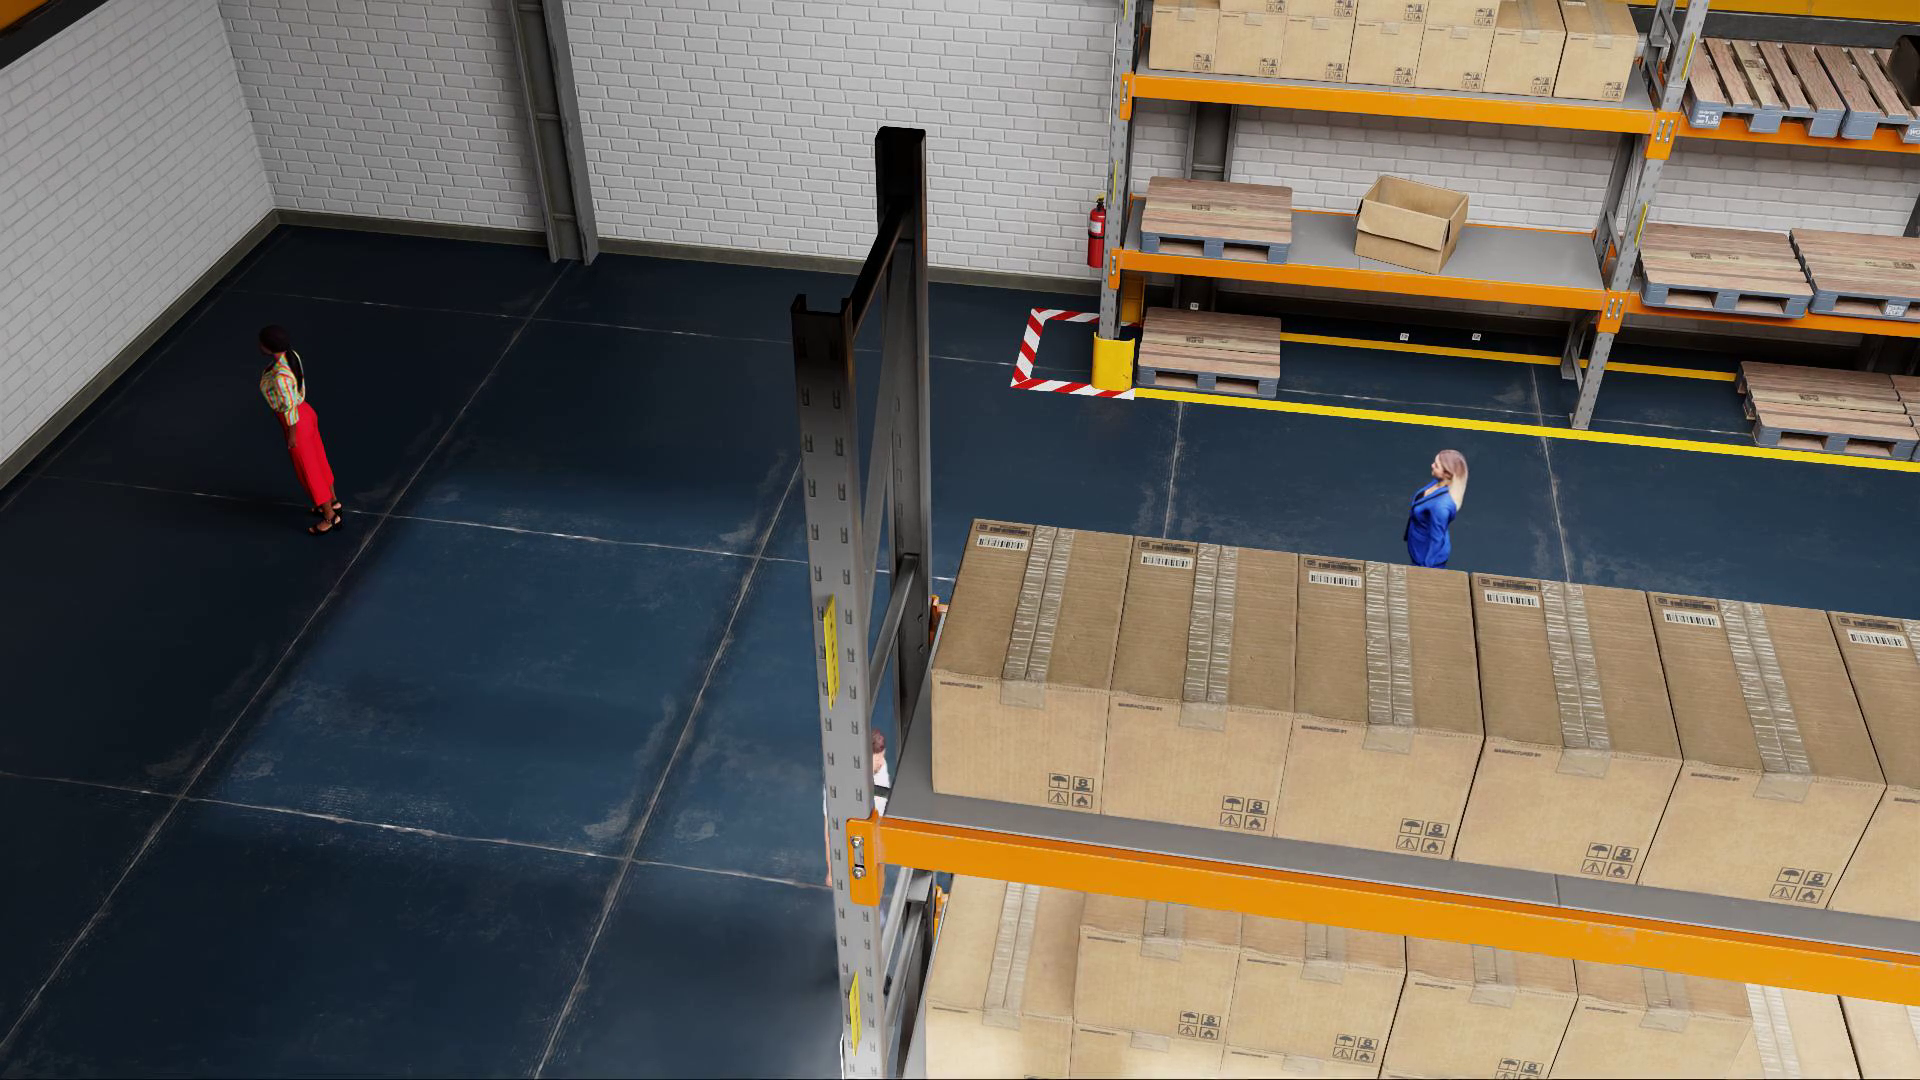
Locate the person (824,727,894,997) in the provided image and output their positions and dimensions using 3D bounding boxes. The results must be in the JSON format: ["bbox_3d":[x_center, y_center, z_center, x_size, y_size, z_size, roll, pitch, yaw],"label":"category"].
[{"bbox_3d":[-0.623,1.673,9.152,0.847,1.847,0.748,17,42,20],"label":"person"}]

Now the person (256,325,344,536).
[{"bbox_3d":[-4.888,-0.821,12.321,0.644,1.790,0.661,-7,39,-8],"label":"person"}]

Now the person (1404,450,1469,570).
[{"bbox_3d":[3.186,0.098,11.242,0.572,1.700,0.646,11,40,13],"label":"person"}]
